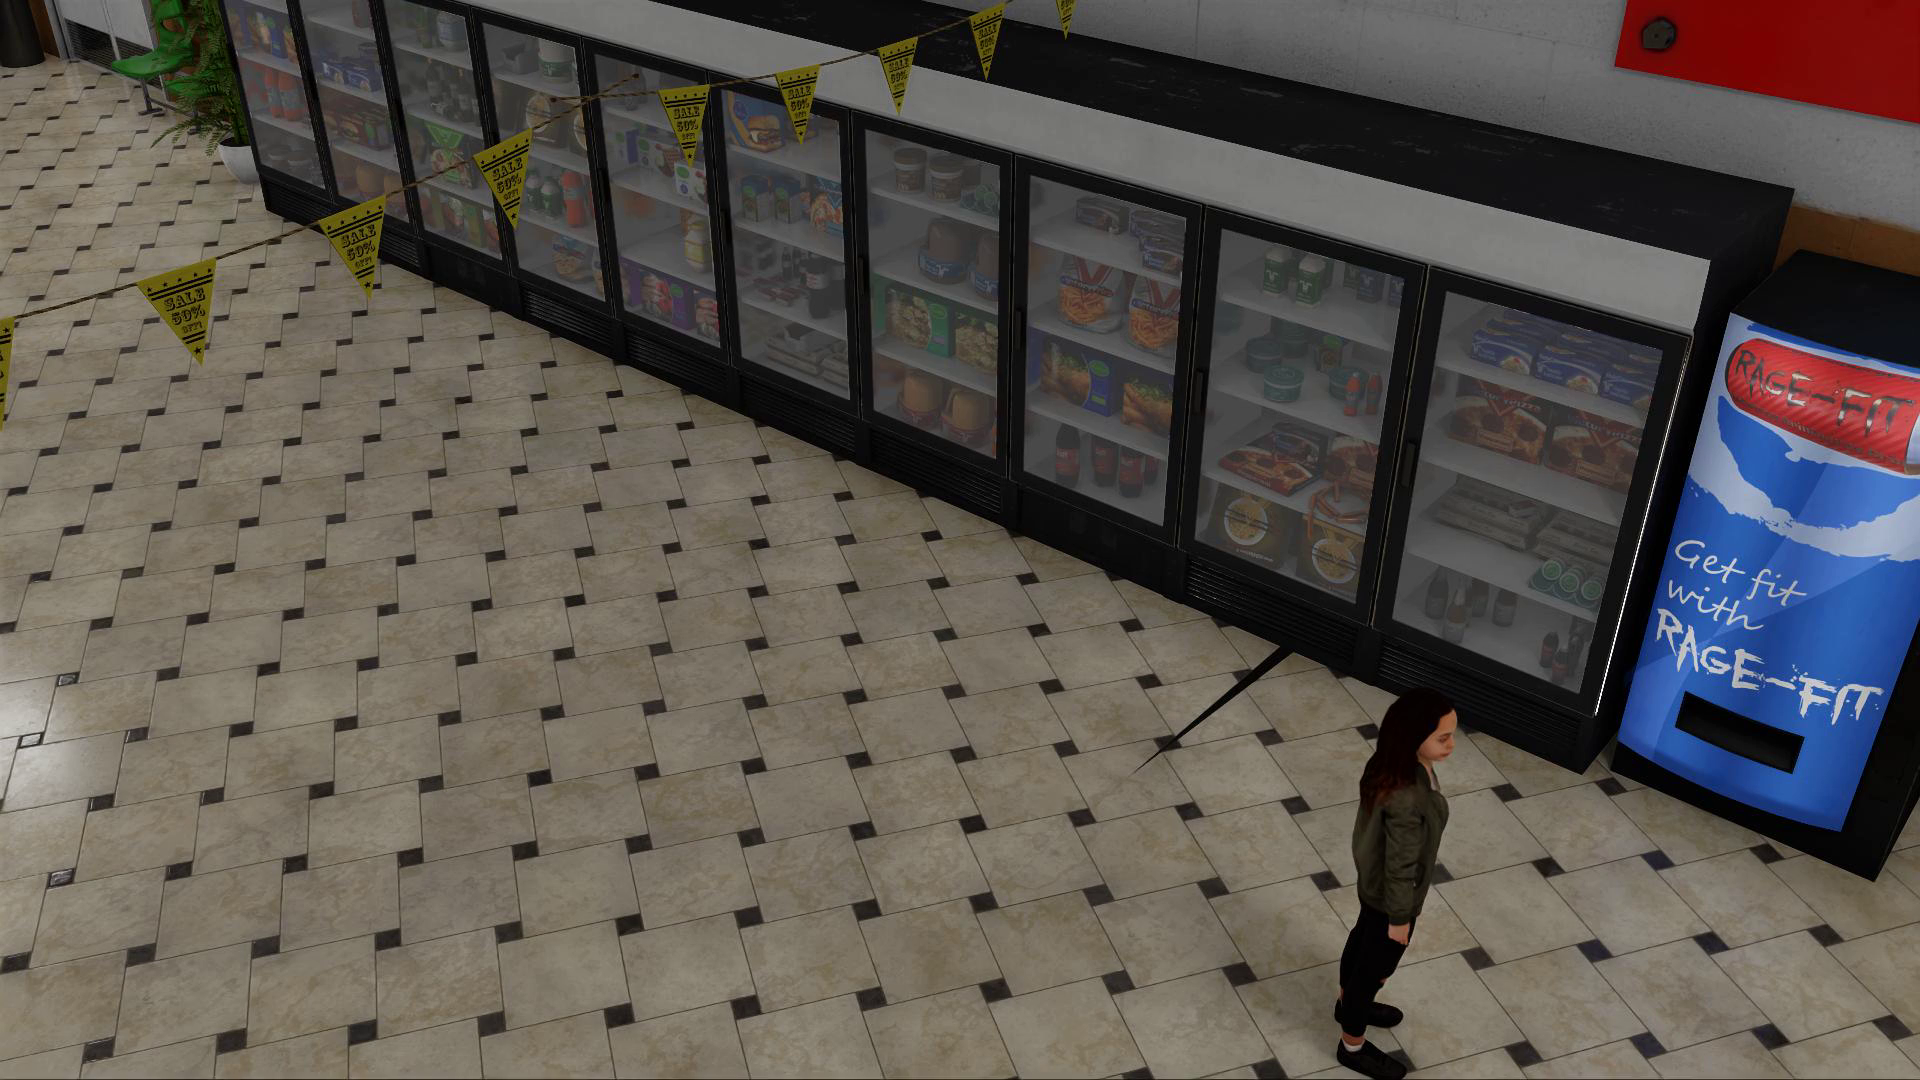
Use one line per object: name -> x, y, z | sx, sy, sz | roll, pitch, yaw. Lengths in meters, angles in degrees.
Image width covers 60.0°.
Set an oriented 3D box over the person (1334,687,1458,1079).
person -> 1.385, 1.094, 5.362 | 0.714, 1.475, 0.592 | 7, 33, 11
